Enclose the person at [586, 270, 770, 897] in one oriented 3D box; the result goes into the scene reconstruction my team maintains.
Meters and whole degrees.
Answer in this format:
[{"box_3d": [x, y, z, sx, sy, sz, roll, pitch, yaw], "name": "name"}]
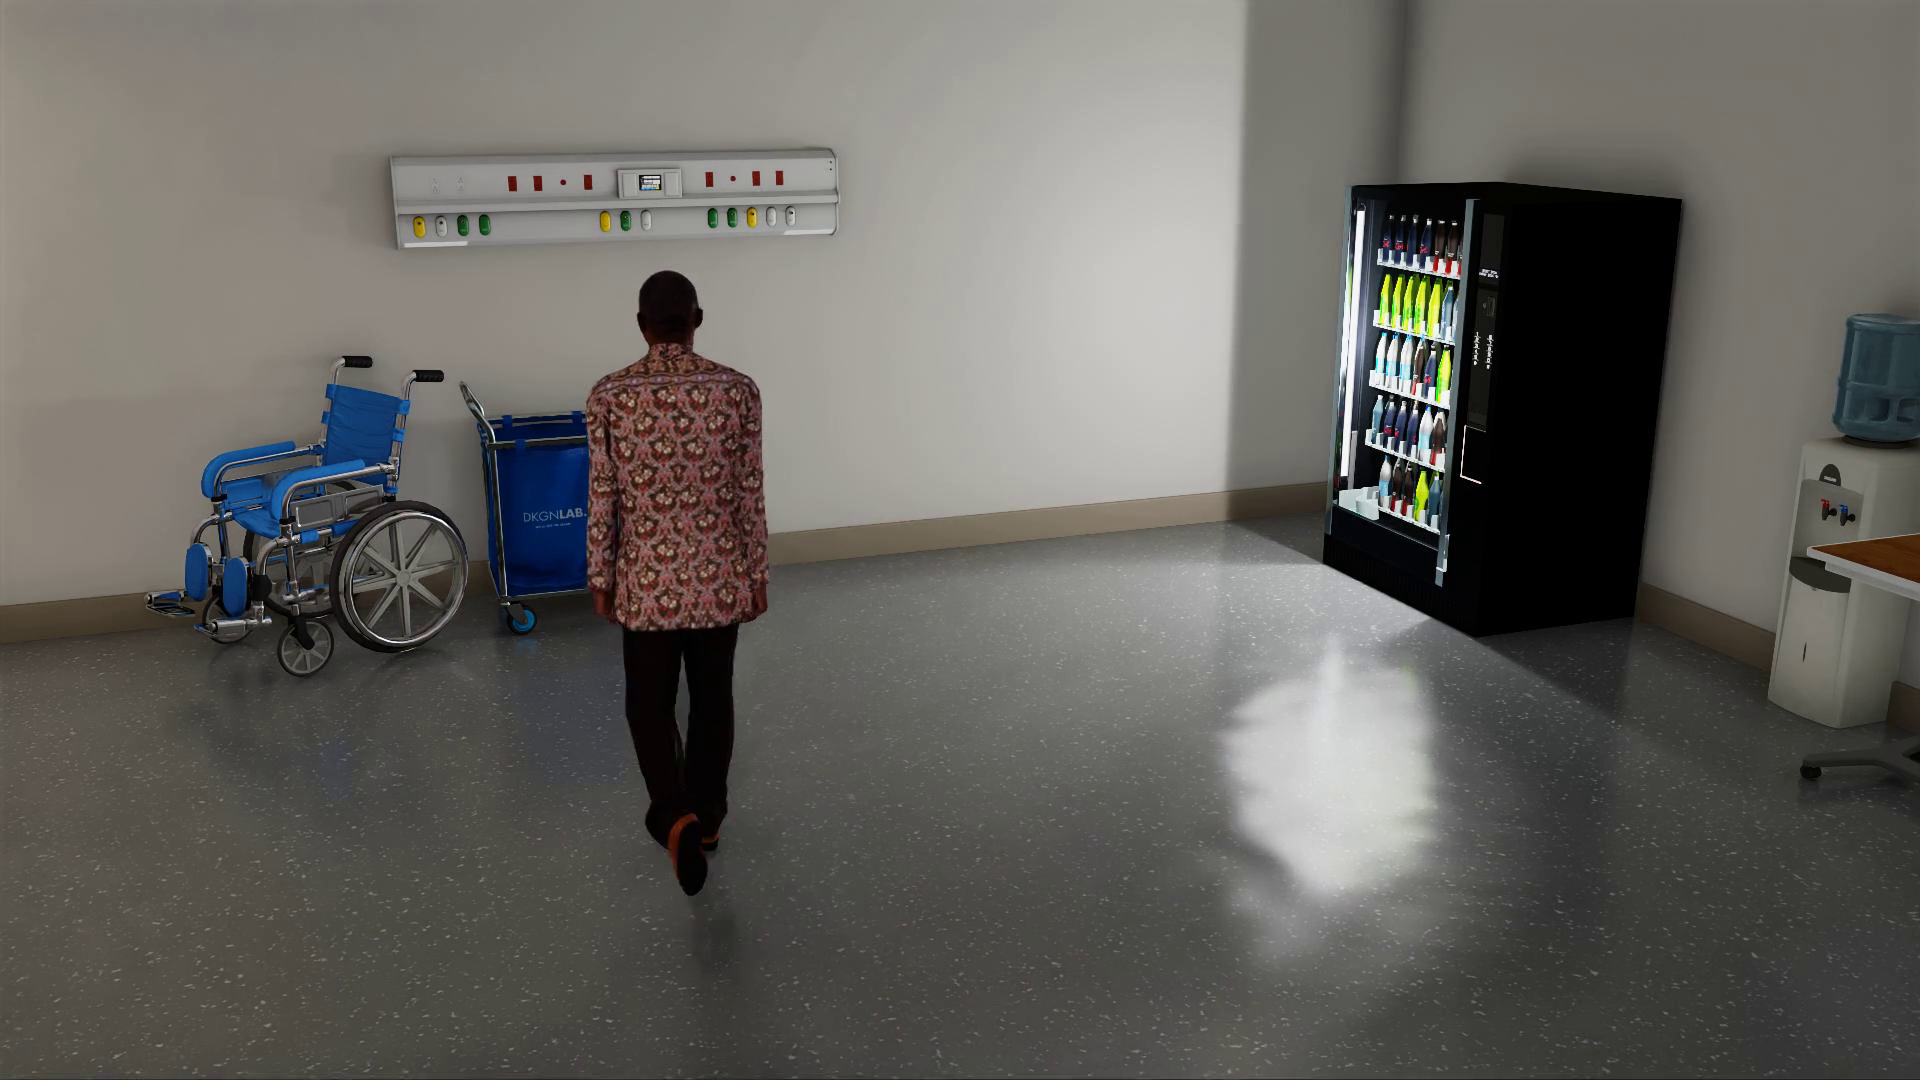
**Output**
[{"box_3d": [-0.785, 0.153, 4.797, 0.697, 1.781, 1.010, -5, 16, -17], "name": "person"}]
